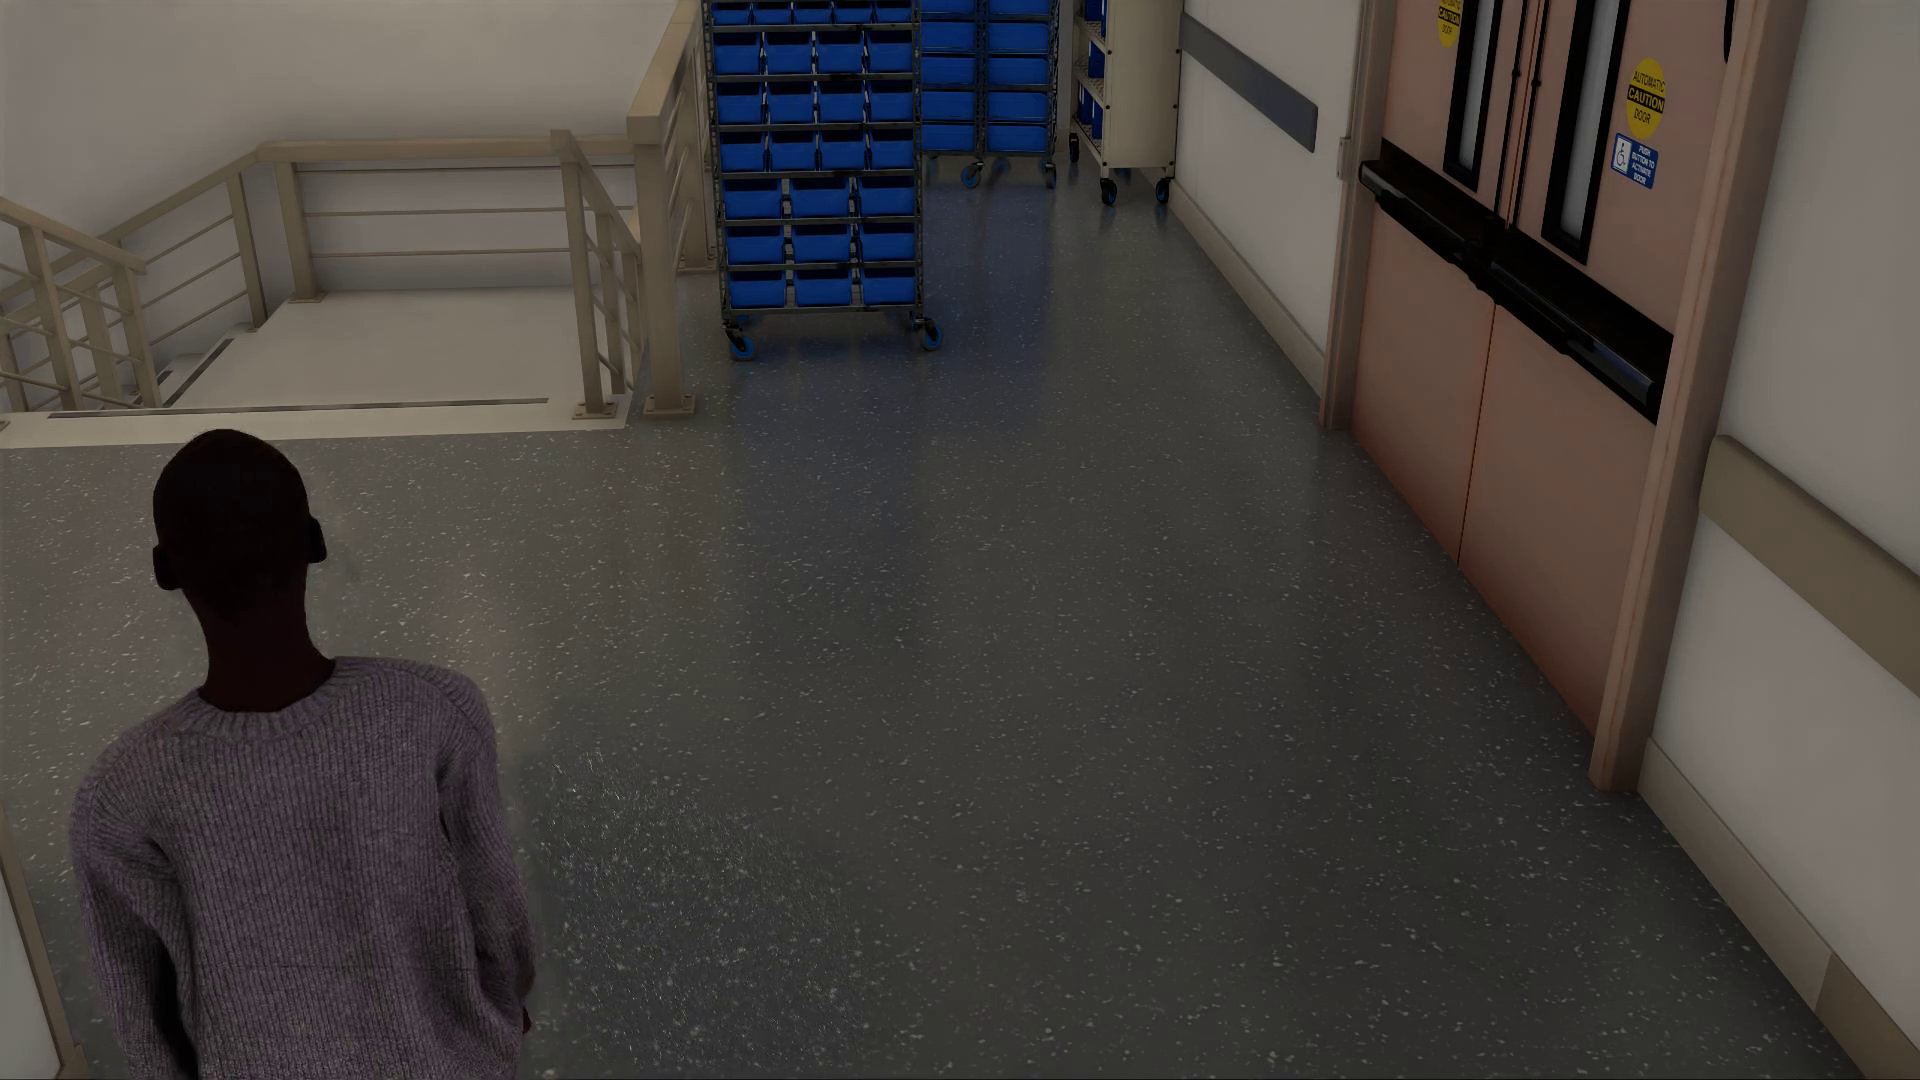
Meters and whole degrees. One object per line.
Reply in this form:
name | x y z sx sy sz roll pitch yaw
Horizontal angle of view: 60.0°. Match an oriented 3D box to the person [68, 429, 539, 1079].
person | -0.687 0.751 1.988 0.916 1.722 1.250 -12 28 -23
